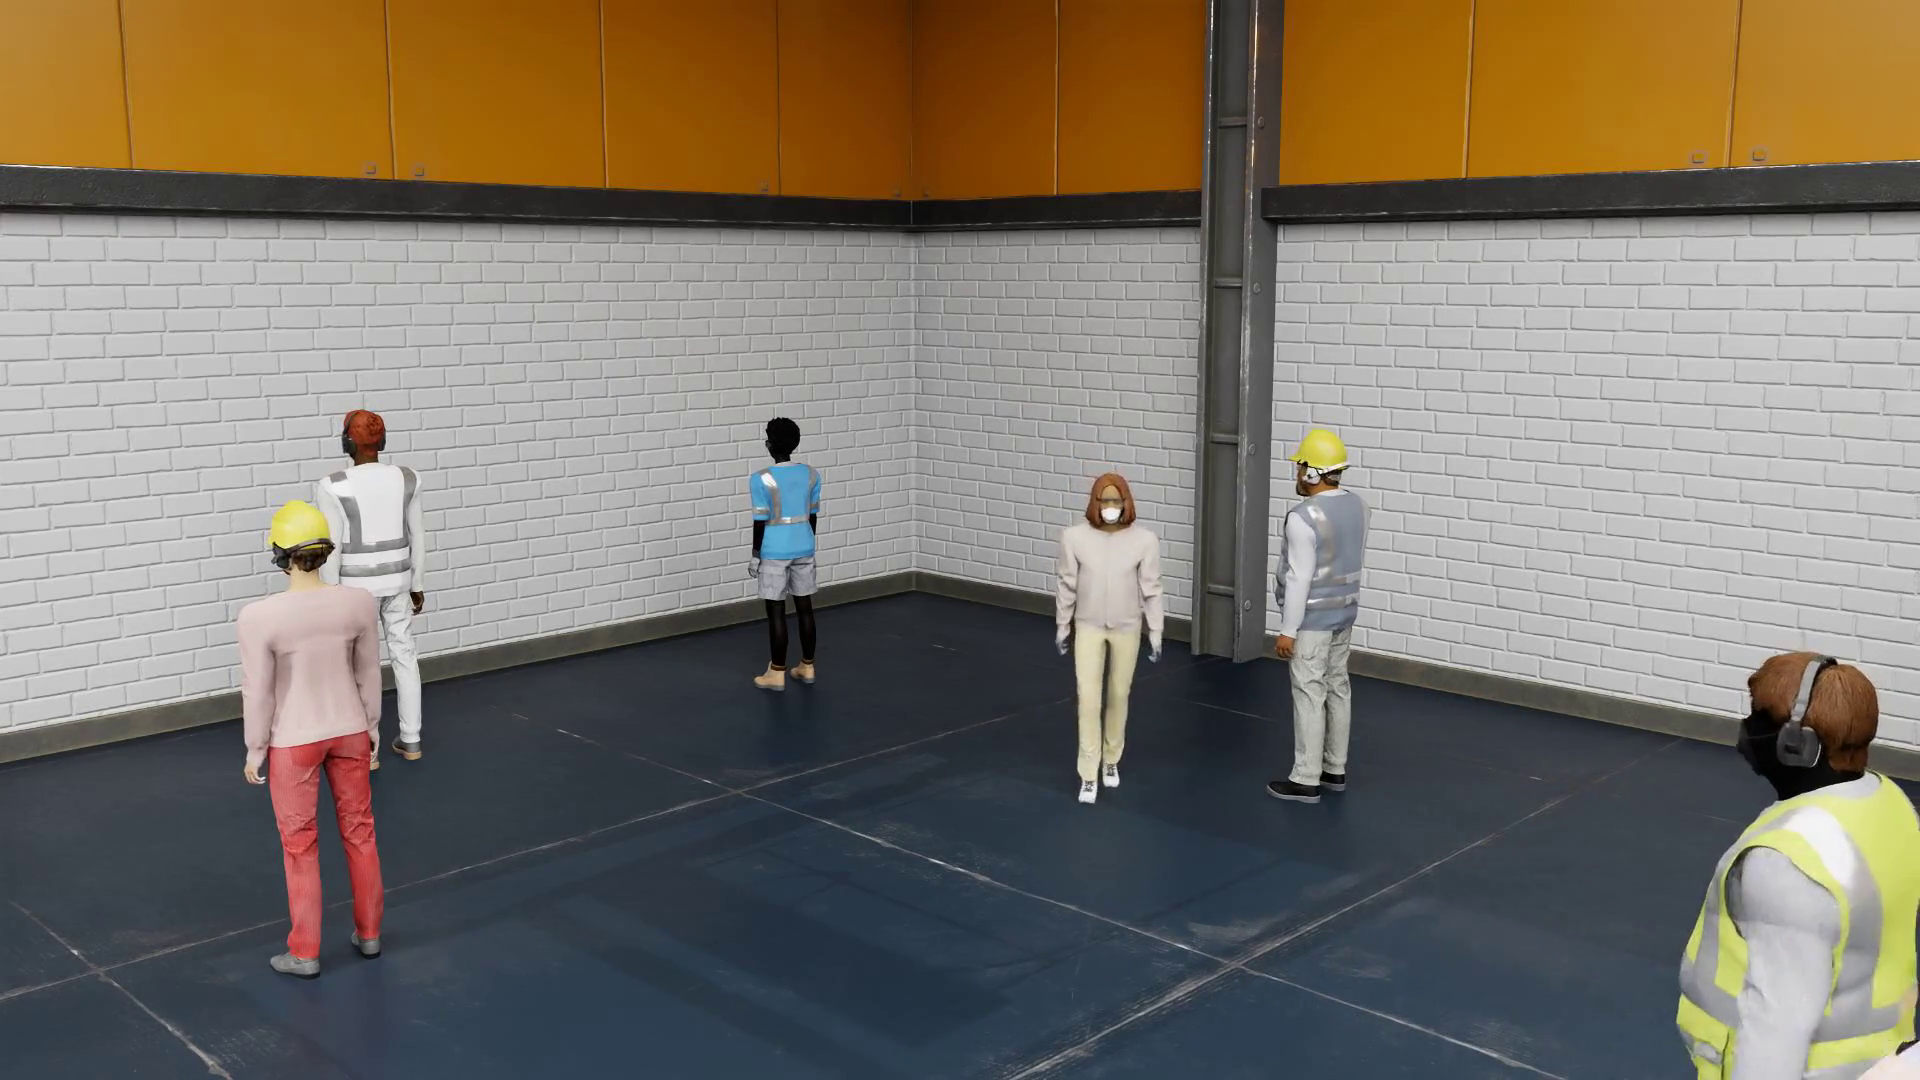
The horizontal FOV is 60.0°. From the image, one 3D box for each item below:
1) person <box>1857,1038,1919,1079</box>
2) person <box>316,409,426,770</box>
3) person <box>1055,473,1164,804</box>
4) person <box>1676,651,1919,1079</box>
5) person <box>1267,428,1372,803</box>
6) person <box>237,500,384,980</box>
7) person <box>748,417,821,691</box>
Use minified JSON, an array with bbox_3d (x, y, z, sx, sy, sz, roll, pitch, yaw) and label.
[{"bbox_3d":[1.312,1.335,2.355,0.628,1.809,0.871,-6,11,-33],"label":"person"},{"bbox_3d":[-3.071,0.258,8.713,0.355,1.884,0.575,9,13,44],"label":"person"},{"bbox_3d":[0.733,0.484,8.142,0.528,1.601,0.740,0,9,3],"label":"person"},{"bbox_3d":[1.719,1.140,3.467,0.431,1.840,0.636,9,13,43],"label":"person"},{"bbox_3d":[1.750,0.369,8.175,0.403,1.837,0.591,9,13,44],"label":"person"},{"bbox_3d":[-2.388,0.732,6.153,0.308,1.772,0.526,9,13,44],"label":"person"},{"bbox_3d":[-1.092,0.085,10.346,0.318,1.697,0.536,9,13,44],"label":"person"}]
